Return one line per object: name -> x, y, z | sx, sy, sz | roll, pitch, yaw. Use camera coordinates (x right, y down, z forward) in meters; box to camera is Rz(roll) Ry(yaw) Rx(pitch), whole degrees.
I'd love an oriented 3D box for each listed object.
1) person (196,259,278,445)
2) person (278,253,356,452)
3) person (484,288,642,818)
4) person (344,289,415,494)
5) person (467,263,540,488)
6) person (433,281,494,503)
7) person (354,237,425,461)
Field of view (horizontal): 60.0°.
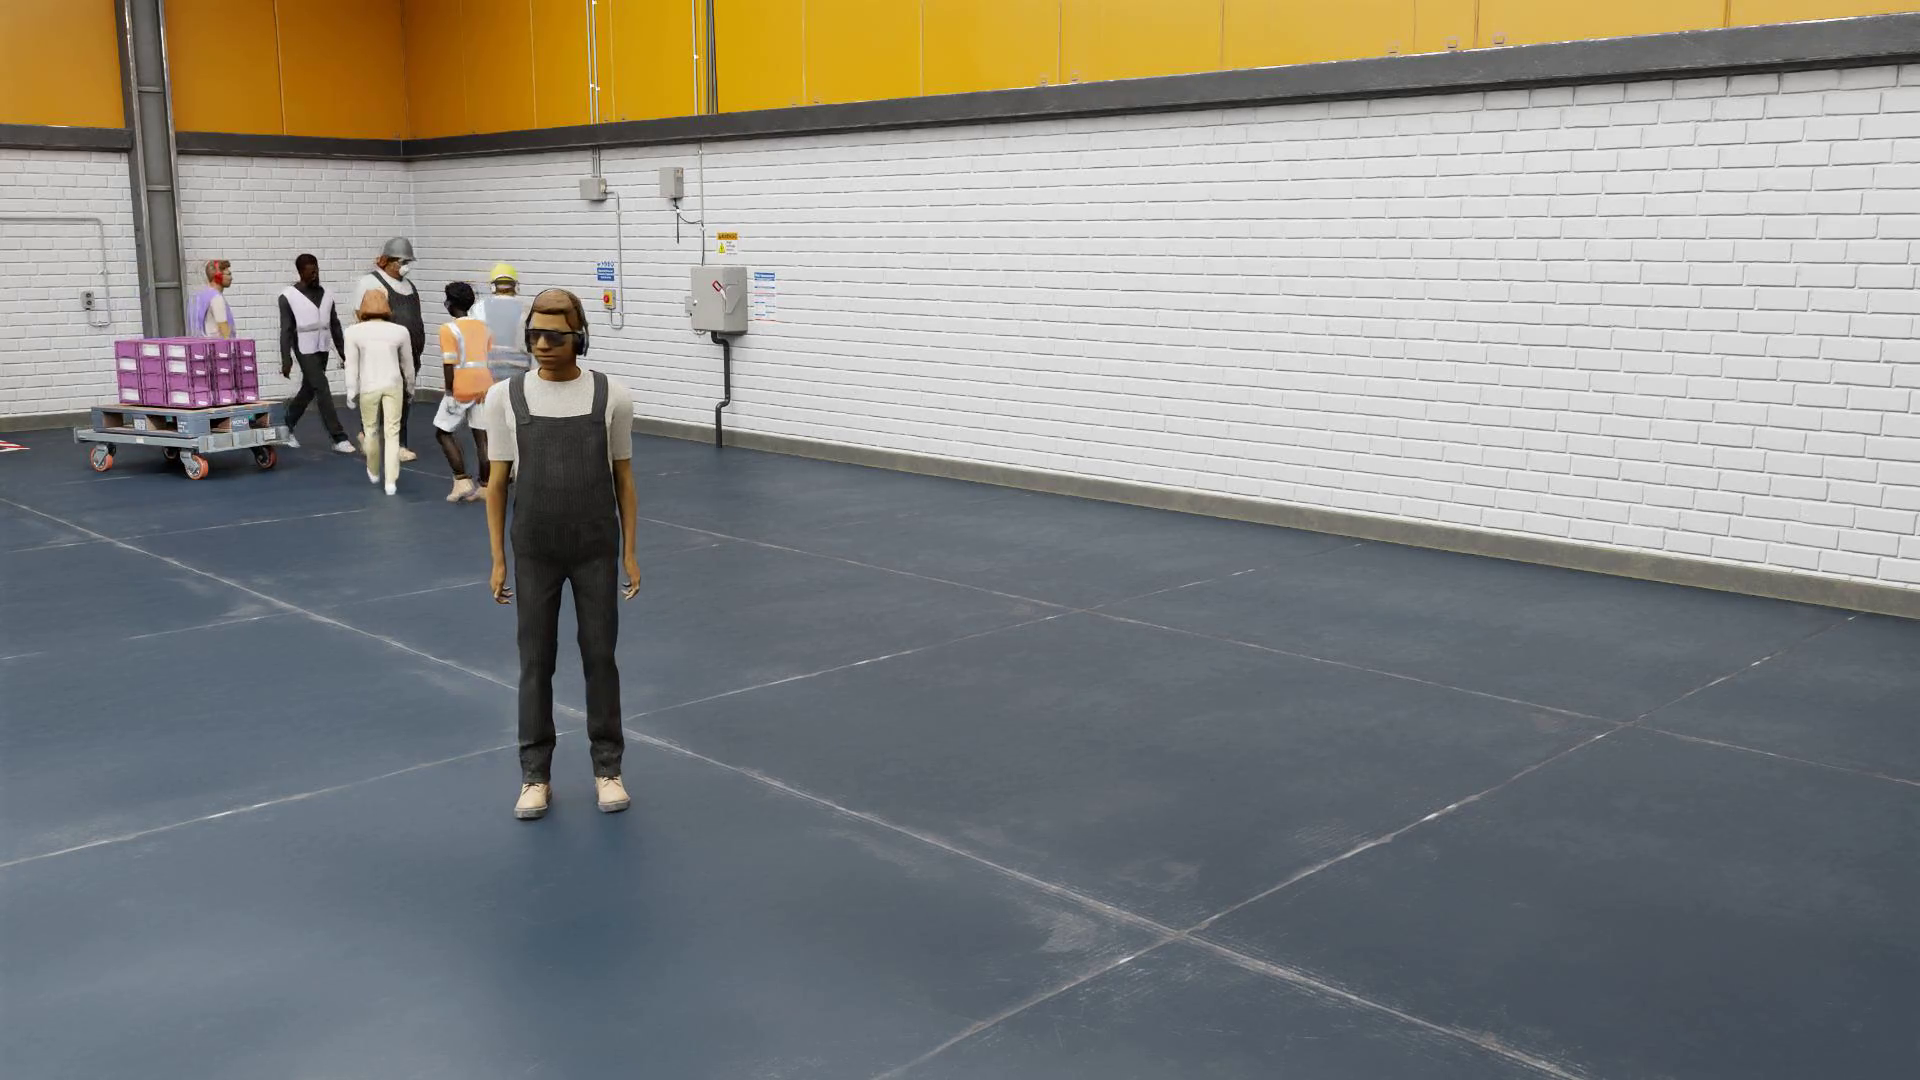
person -> -7.063, -1.742, 15.712 | 0.964, 1.805, 0.581 | -5, 11, -23
person -> -6.141, -1.762, 15.657 | 0.972, 1.867, 0.672 | 5, 12, 26
person -> -1.376, 0.051, 5.802 | 0.517, 1.843, 0.332 | -3, 11, -14
person -> -4.603, -1.188, 13.221 | 0.527, 1.588, 0.830 | -4, 11, -20
person -> -3.654, -1.308, 13.343 | 0.621, 1.798, 0.462 | -2, 11, -10
person -> -3.722, -1.099, 12.533 | 0.435, 1.679, 0.541 | 6, 12, 28
person -> -5.043, -1.713, 14.886 | 0.541, 2.000, 0.707 | 4, 11, 22
